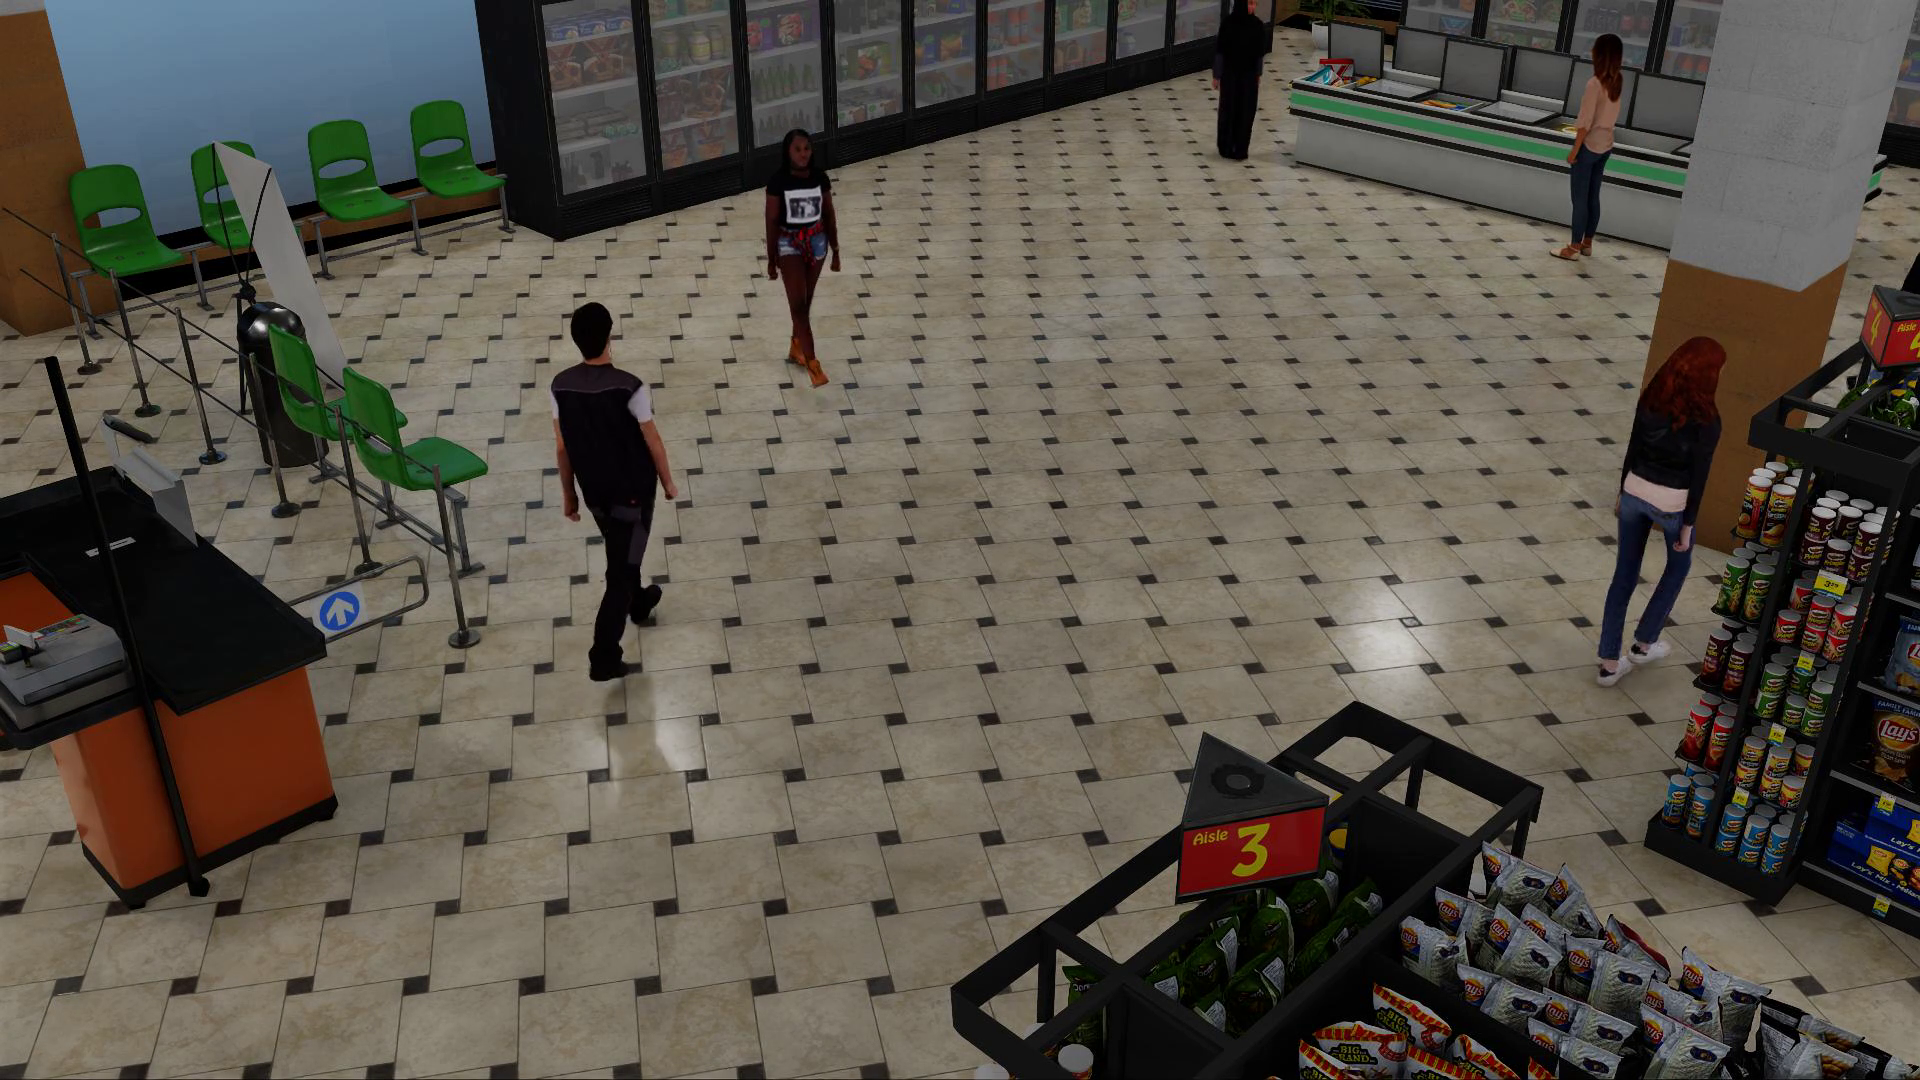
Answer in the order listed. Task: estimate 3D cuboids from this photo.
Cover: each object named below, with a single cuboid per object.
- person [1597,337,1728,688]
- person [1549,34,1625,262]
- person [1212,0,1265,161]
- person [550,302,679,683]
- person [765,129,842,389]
[{"bbox_3d":[3.184,-0.091,7.757,0.695,1.774,0.690,-21,35,-34],"label":"person"},{"bbox_3d":[5.067,-3.134,13.313,0.616,1.792,0.562,-20,34,-32],"label":"person"},{"bbox_3d":[2.686,-4.511,16.029,0.897,1.605,0.949,2,29,4],"label":"person"},{"bbox_3d":[-1.664,-0.182,7.888,1.217,1.809,1.075,9,30,15],"label":"person"},{"bbox_3d":[-1.100,-1.923,11.200,0.839,1.691,1.186,-14,32,-24],"label":"person"}]
